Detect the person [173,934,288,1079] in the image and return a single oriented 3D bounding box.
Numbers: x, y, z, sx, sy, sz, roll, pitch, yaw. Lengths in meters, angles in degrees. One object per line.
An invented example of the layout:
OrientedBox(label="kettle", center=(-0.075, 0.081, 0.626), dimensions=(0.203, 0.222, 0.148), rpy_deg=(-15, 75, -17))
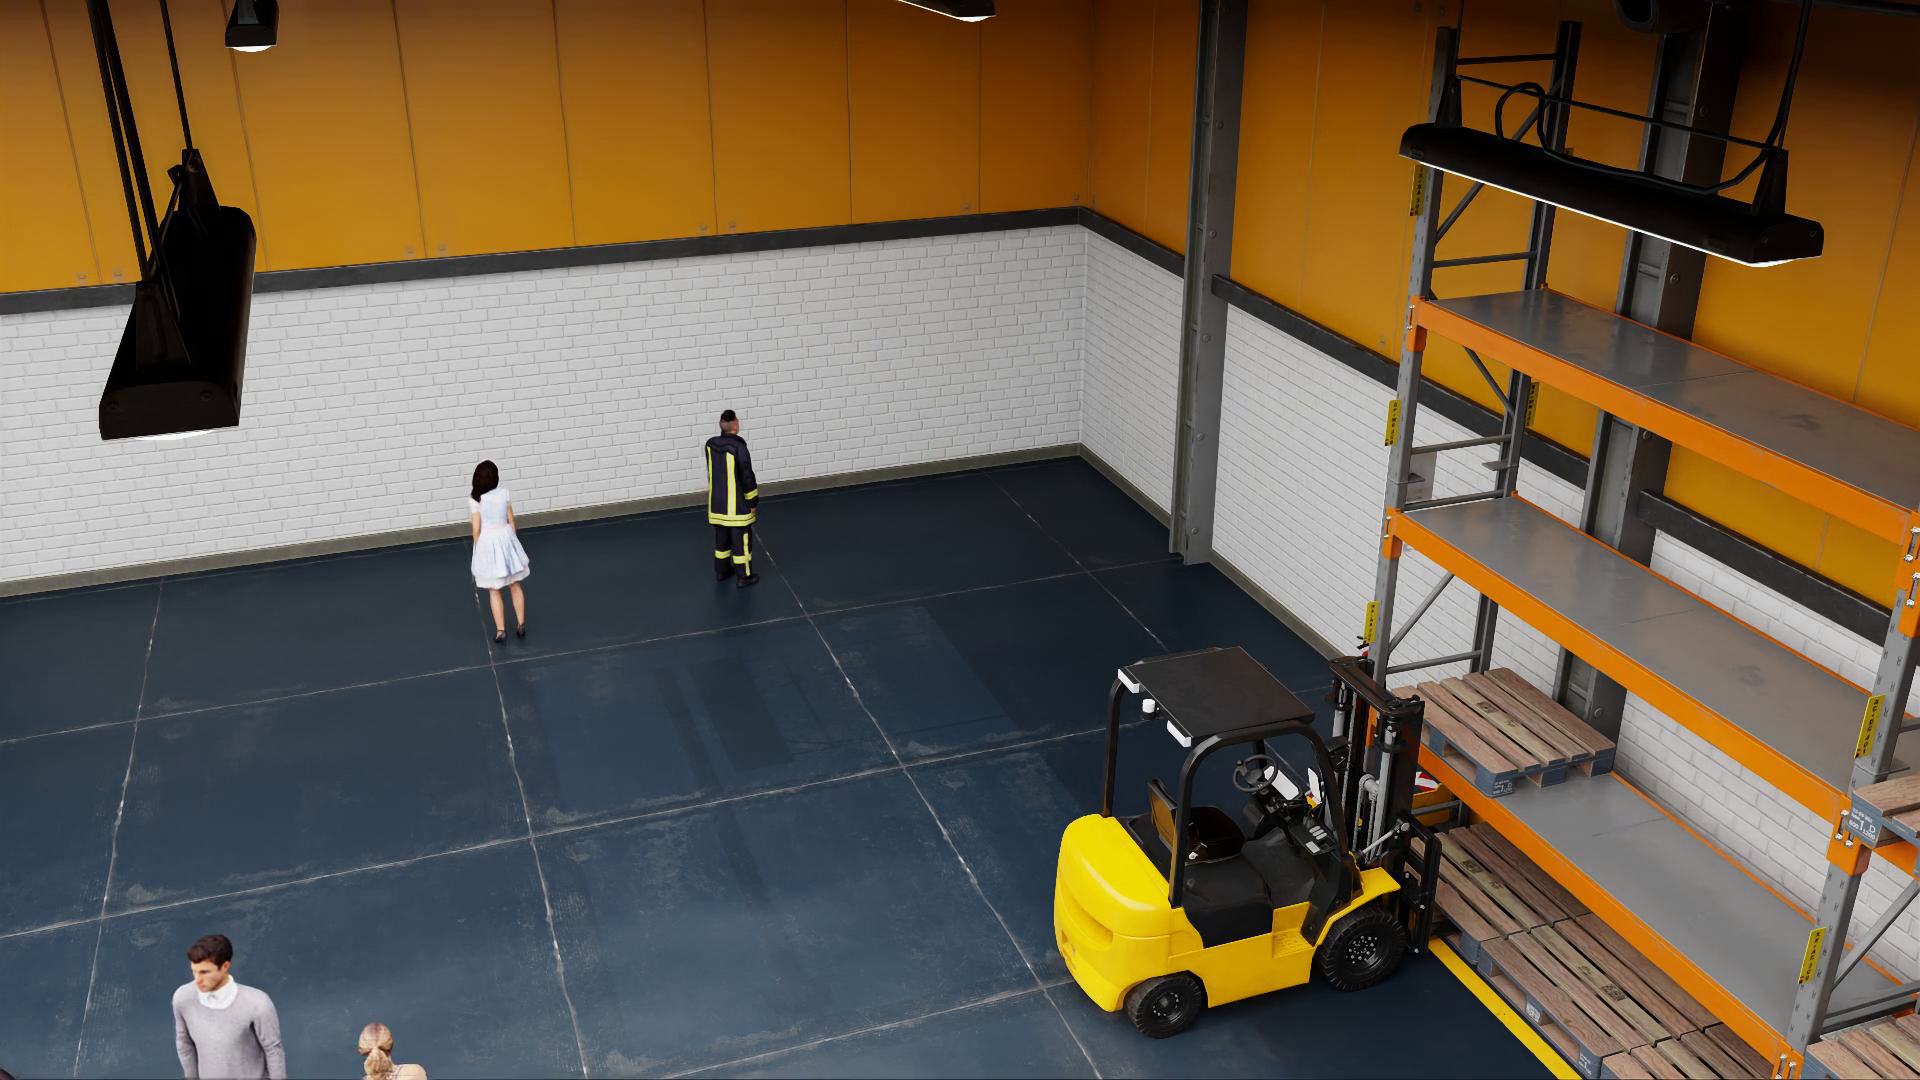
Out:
OrientedBox(label="person", center=(-3.860, 2.917, 8.913), dimensions=(0.835, 1.923, 0.827), rpy_deg=(4, 24, 8))

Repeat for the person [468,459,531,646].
OrientedBox(label="person", center=(-4.296, 0.114, 15.457), dimensions=(0.757, 1.818, 0.779), rpy_deg=(-14, 27, -28))

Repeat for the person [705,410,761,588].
OrientedBox(label="person", center=(-2.299, -0.440, 16.674), dimensions=(0.847, 1.858, 0.927), rpy_deg=(14, 27, 29))

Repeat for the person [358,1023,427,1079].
OrientedBox(label="person", center=(-2.846, 3.218, 8.503), dimensions=(0.610, 1.698, 0.604), rpy_deg=(-10, 26, -22))
